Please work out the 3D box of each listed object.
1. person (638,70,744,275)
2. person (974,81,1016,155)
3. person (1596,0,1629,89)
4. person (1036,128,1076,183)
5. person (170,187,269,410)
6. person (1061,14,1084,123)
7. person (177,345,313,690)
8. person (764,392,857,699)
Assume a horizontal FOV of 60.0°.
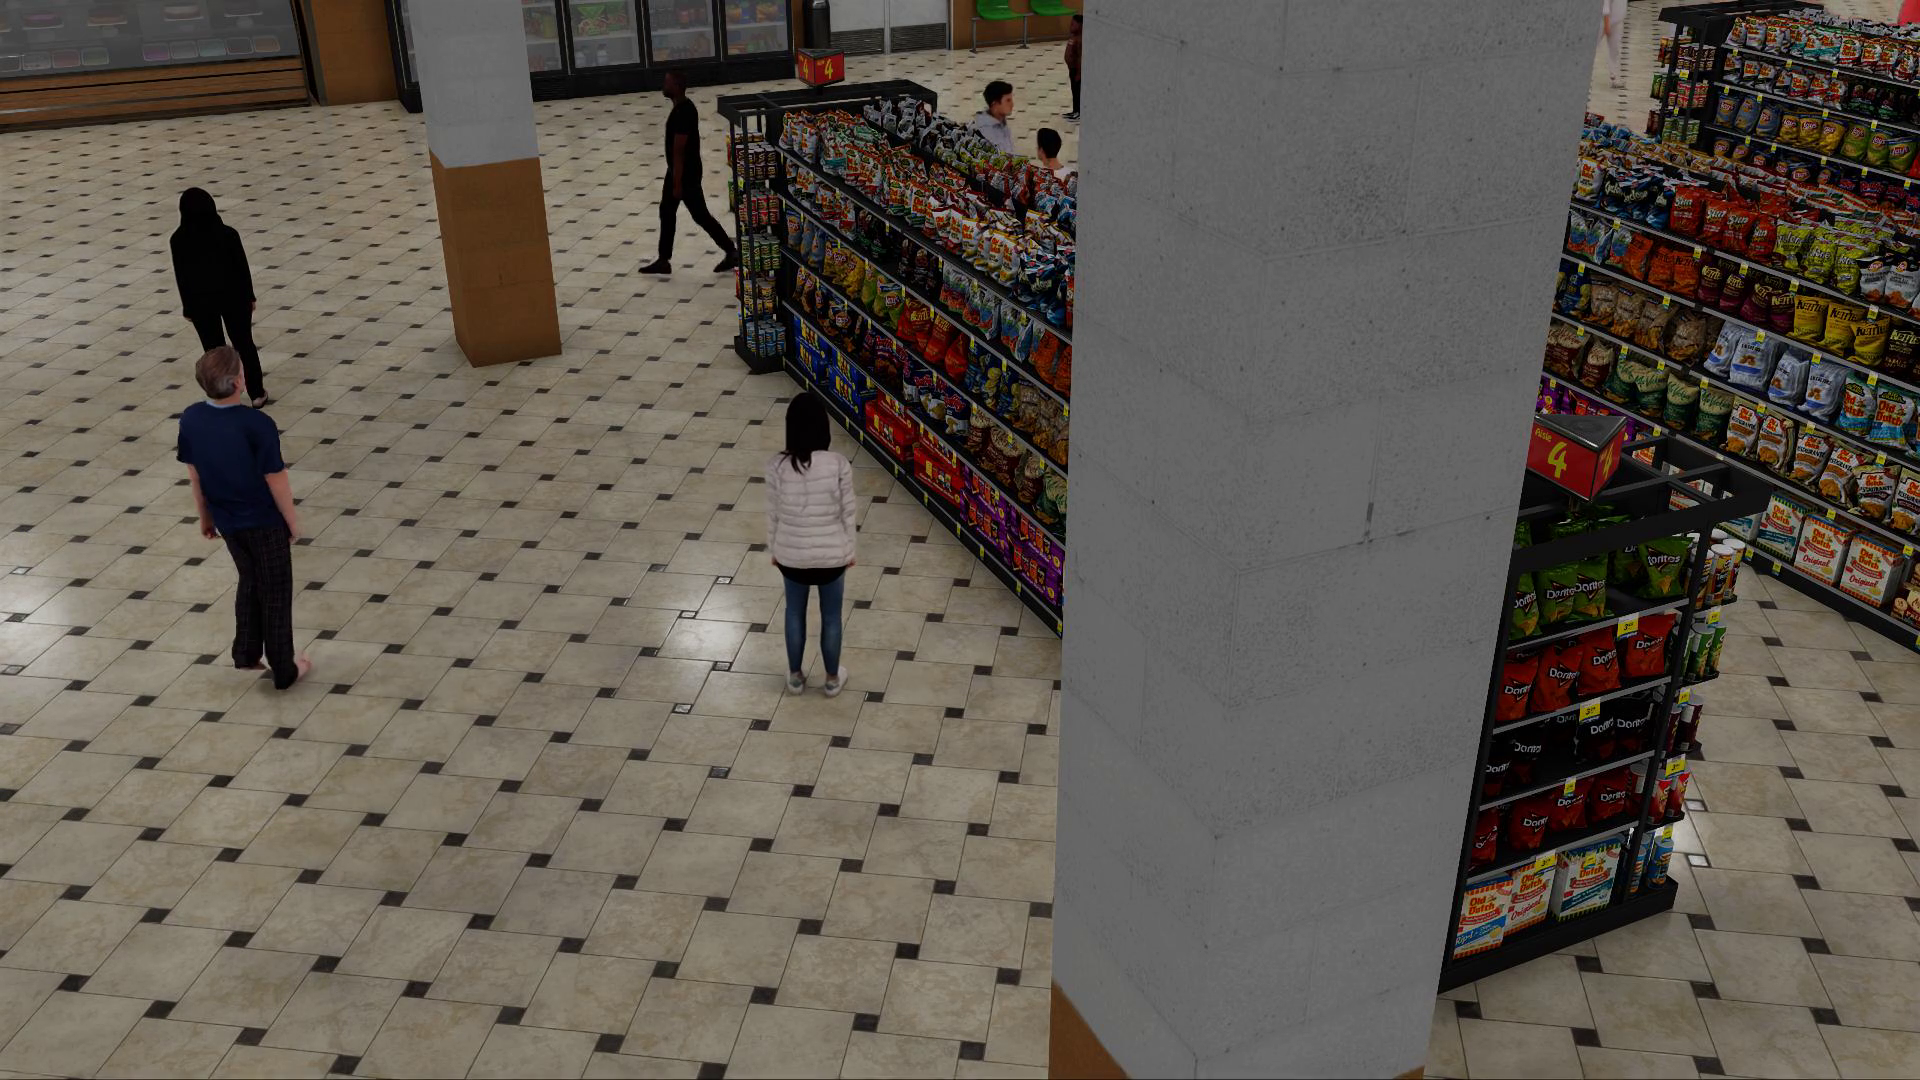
[{"bbox_3d":[-2.302,-3.147,14.481,0.955,1.776,1.196,-4,27,-8],"label":"person"},{"bbox_3d":[0.199,-2.774,13.594,1.019,1.913,0.967,8,28,15],"label":"person"},{"bbox_3d":[8.414,-6.761,21.754,0.641,1.644,1.097,-11,29,-20],"label":"person"},{"bbox_3d":[0.739,-2.197,12.611,0.693,1.773,0.716,-17,32,-30],"label":"person"},{"bbox_3d":[-5.260,-1.692,11.788,0.650,1.616,0.608,-13,30,-24],"label":"person"},{"bbox_3d":[1.417,-5.717,20.127,0.618,1.254,0.465,-6,28,-12],"label":"person"},{"bbox_3d":[-3.575,-0.040,8.271,0.824,1.852,0.871,4,27,7],"label":"person"},{"bbox_3d":[-0.743,0.047,8.339,0.698,1.633,0.707,2,27,5],"label":"person"}]
